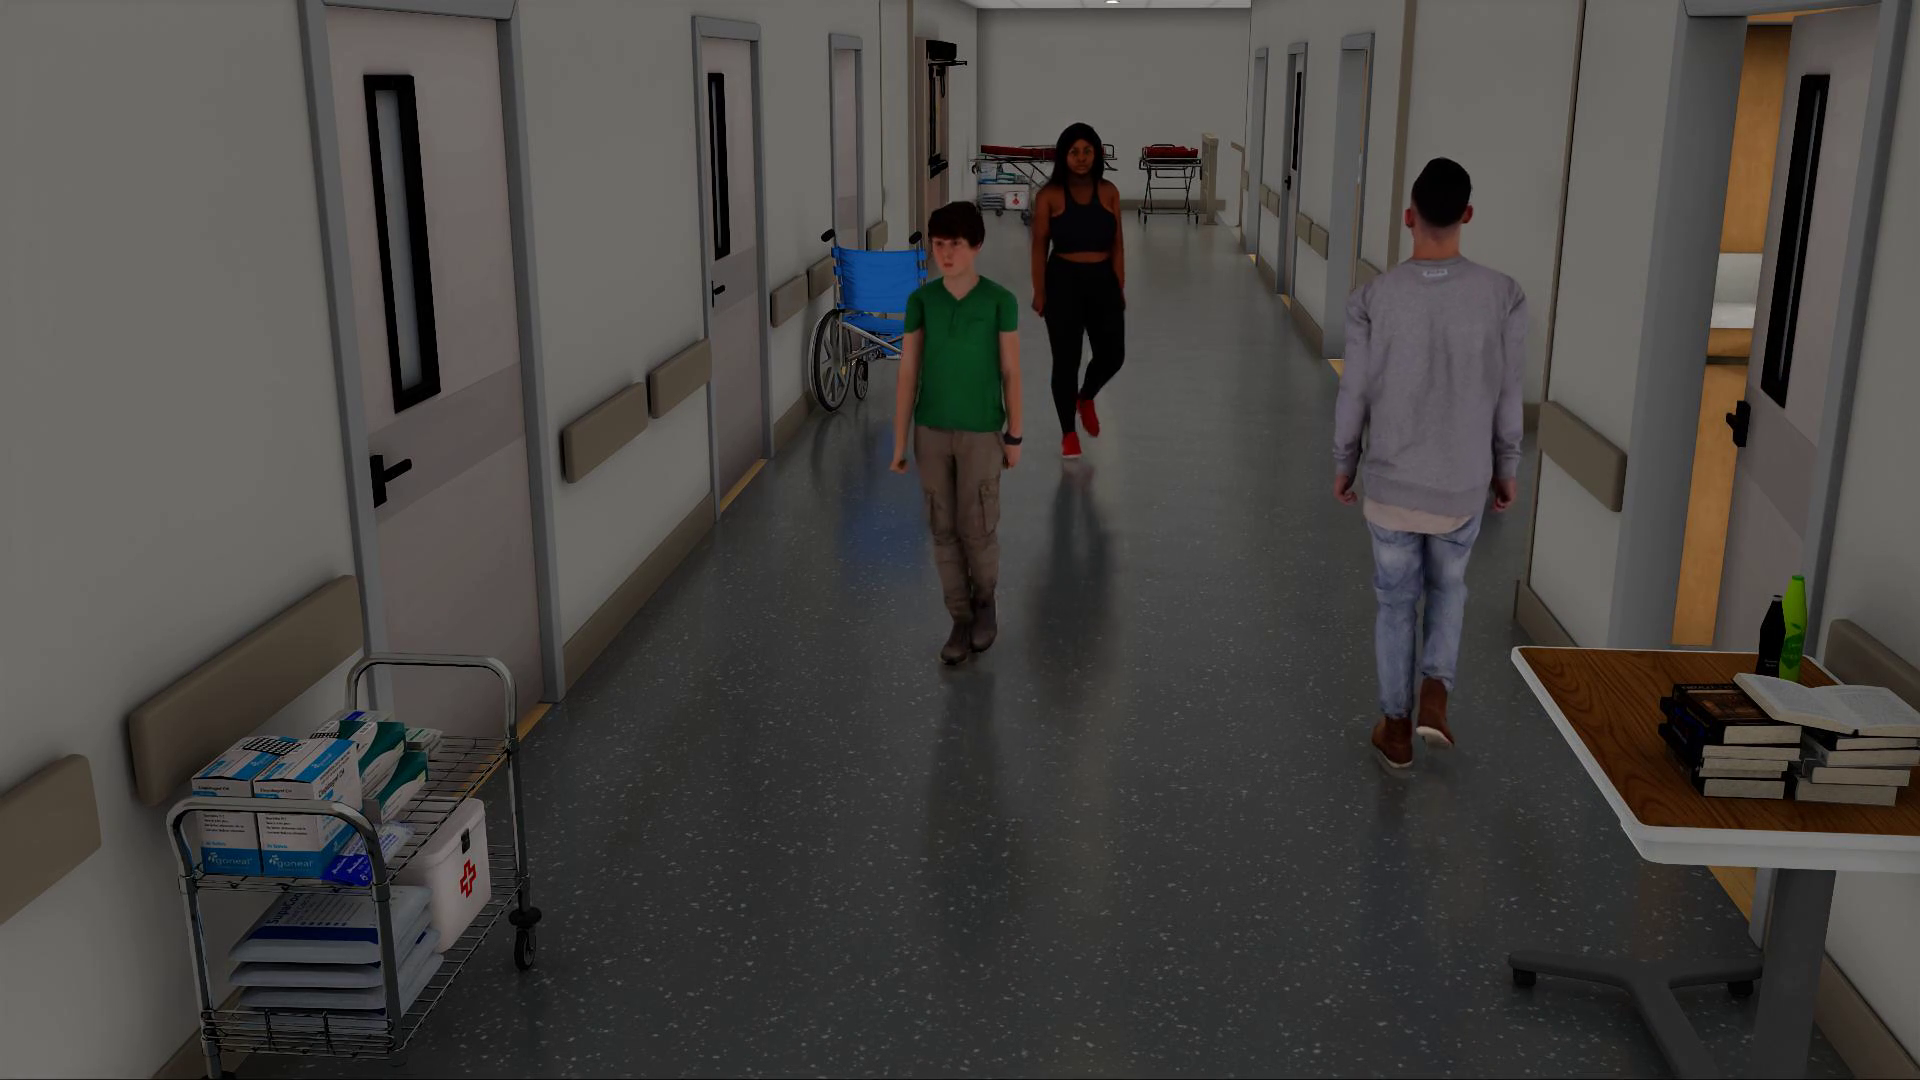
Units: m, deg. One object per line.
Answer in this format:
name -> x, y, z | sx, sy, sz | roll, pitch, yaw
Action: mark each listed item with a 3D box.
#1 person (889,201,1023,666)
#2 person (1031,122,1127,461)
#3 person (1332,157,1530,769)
person -> 0.018, -0.381, 5.955 | 0.648, 1.639, 0.696 | 4, 16, 15
person -> 0.645, -1.371, 9.160 | 0.785, 1.806, 0.833 | -3, 16, -9
person -> 1.382, -0.176, 4.875 | 0.694, 1.830, 0.648 | 2, 16, 7
